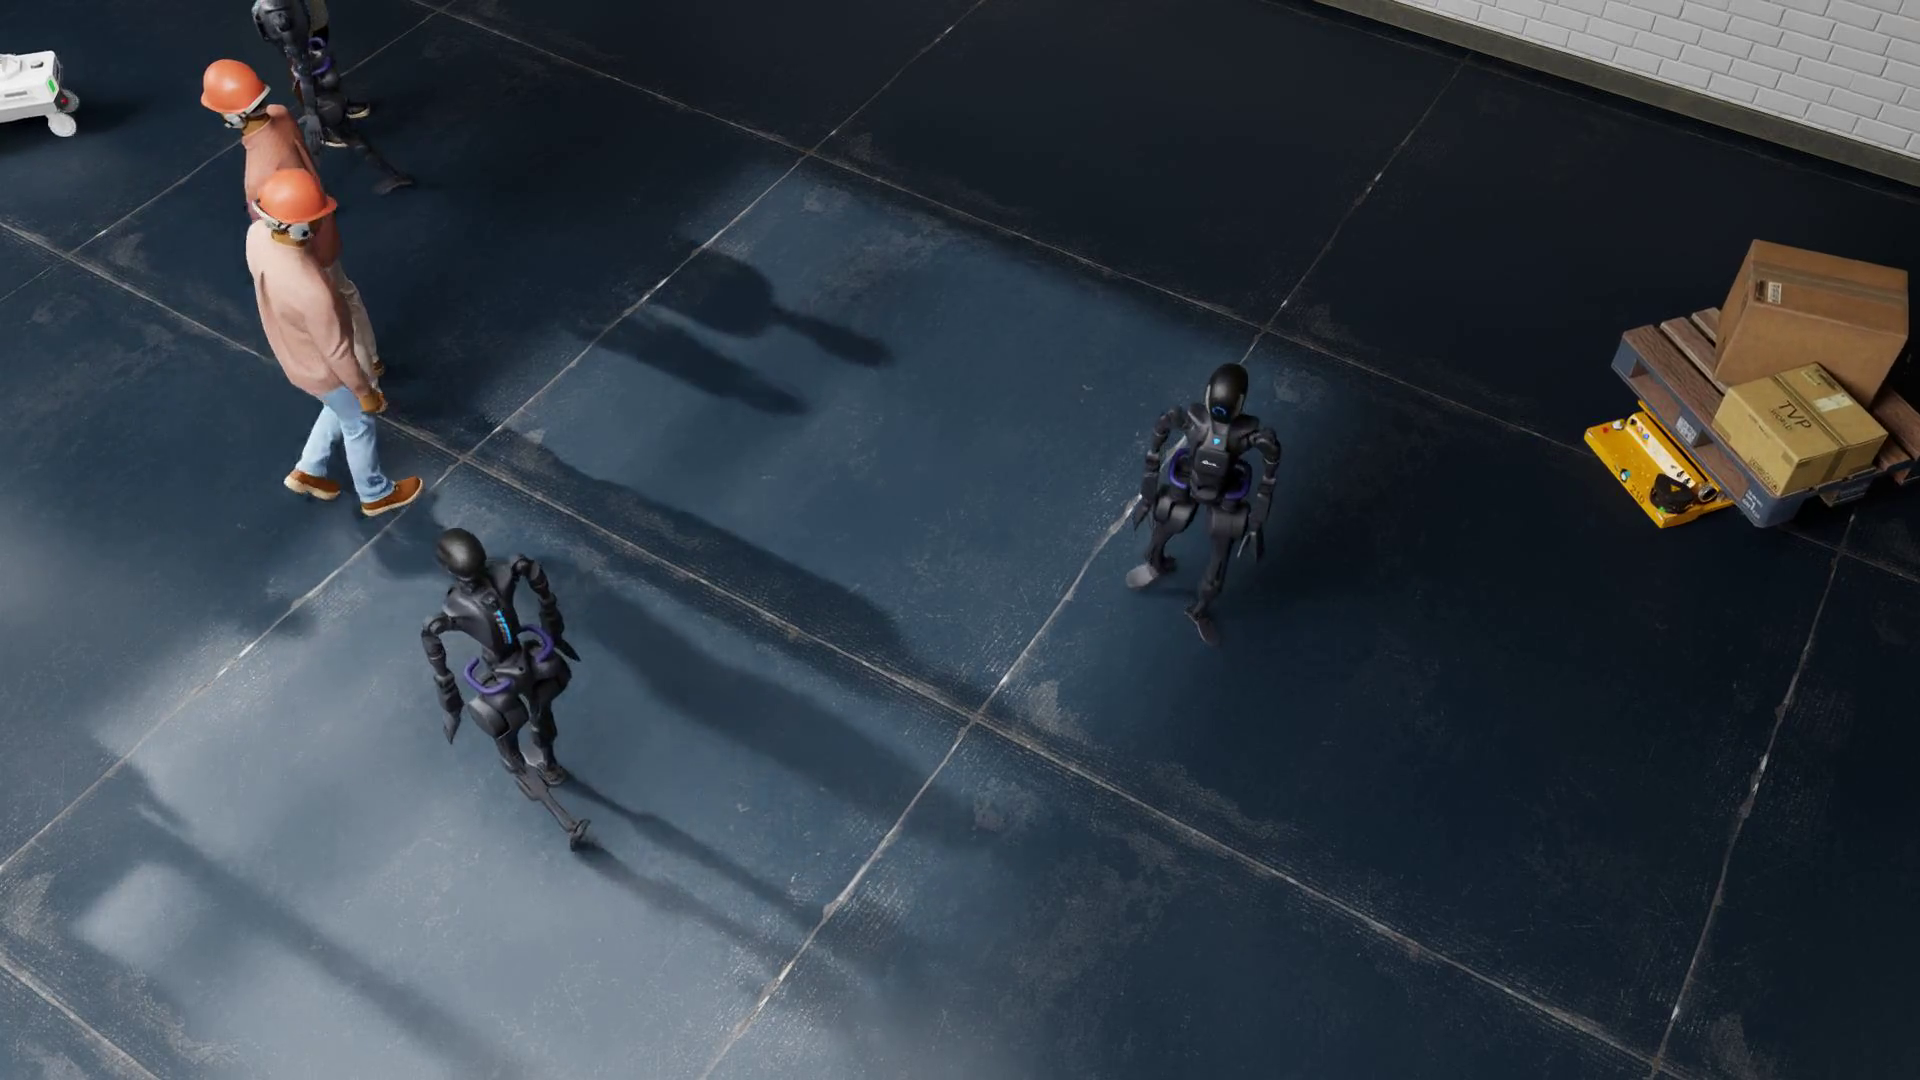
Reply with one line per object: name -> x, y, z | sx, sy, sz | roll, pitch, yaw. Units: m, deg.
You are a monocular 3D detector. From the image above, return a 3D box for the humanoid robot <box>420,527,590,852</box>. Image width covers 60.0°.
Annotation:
humanoid robot -> -1.676, 0.570, 6.388 | 0.634, 1.636, 0.598 | 35, 57, 27

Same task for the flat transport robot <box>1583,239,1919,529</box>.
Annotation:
flat transport robot -> 3.912, -0.513, 8.264 | 1.431, 0.231, 0.659 | -15, 51, -13

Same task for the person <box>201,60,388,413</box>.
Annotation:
person -> -3.127, -1.396, 7.893 | 0.389, 1.991, 0.610 | -8, 49, -7

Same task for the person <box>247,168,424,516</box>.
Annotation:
person -> -2.828, -0.800, 7.391 | 0.559, 1.961, 0.641 | -31, 56, -24

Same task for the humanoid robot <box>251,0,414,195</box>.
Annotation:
humanoid robot -> -3.525, -2.497, 9.092 | 0.657, 1.628, 0.601 | -18, 51, -15

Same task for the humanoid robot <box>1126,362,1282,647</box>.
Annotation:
humanoid robot -> 1.038, -0.197, 7.057 | 0.589, 1.647, 0.464 | 12, 50, 10

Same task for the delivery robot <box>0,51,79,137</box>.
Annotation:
delivery robot -> -5.757, -2.657, 9.956 | 0.801, 0.607, 0.499 | -13, 50, -11

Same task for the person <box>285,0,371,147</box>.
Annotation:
person -> -3.794, -3.162, 9.461 | 0.392, 1.956, 0.613 | 1, 49, 0
